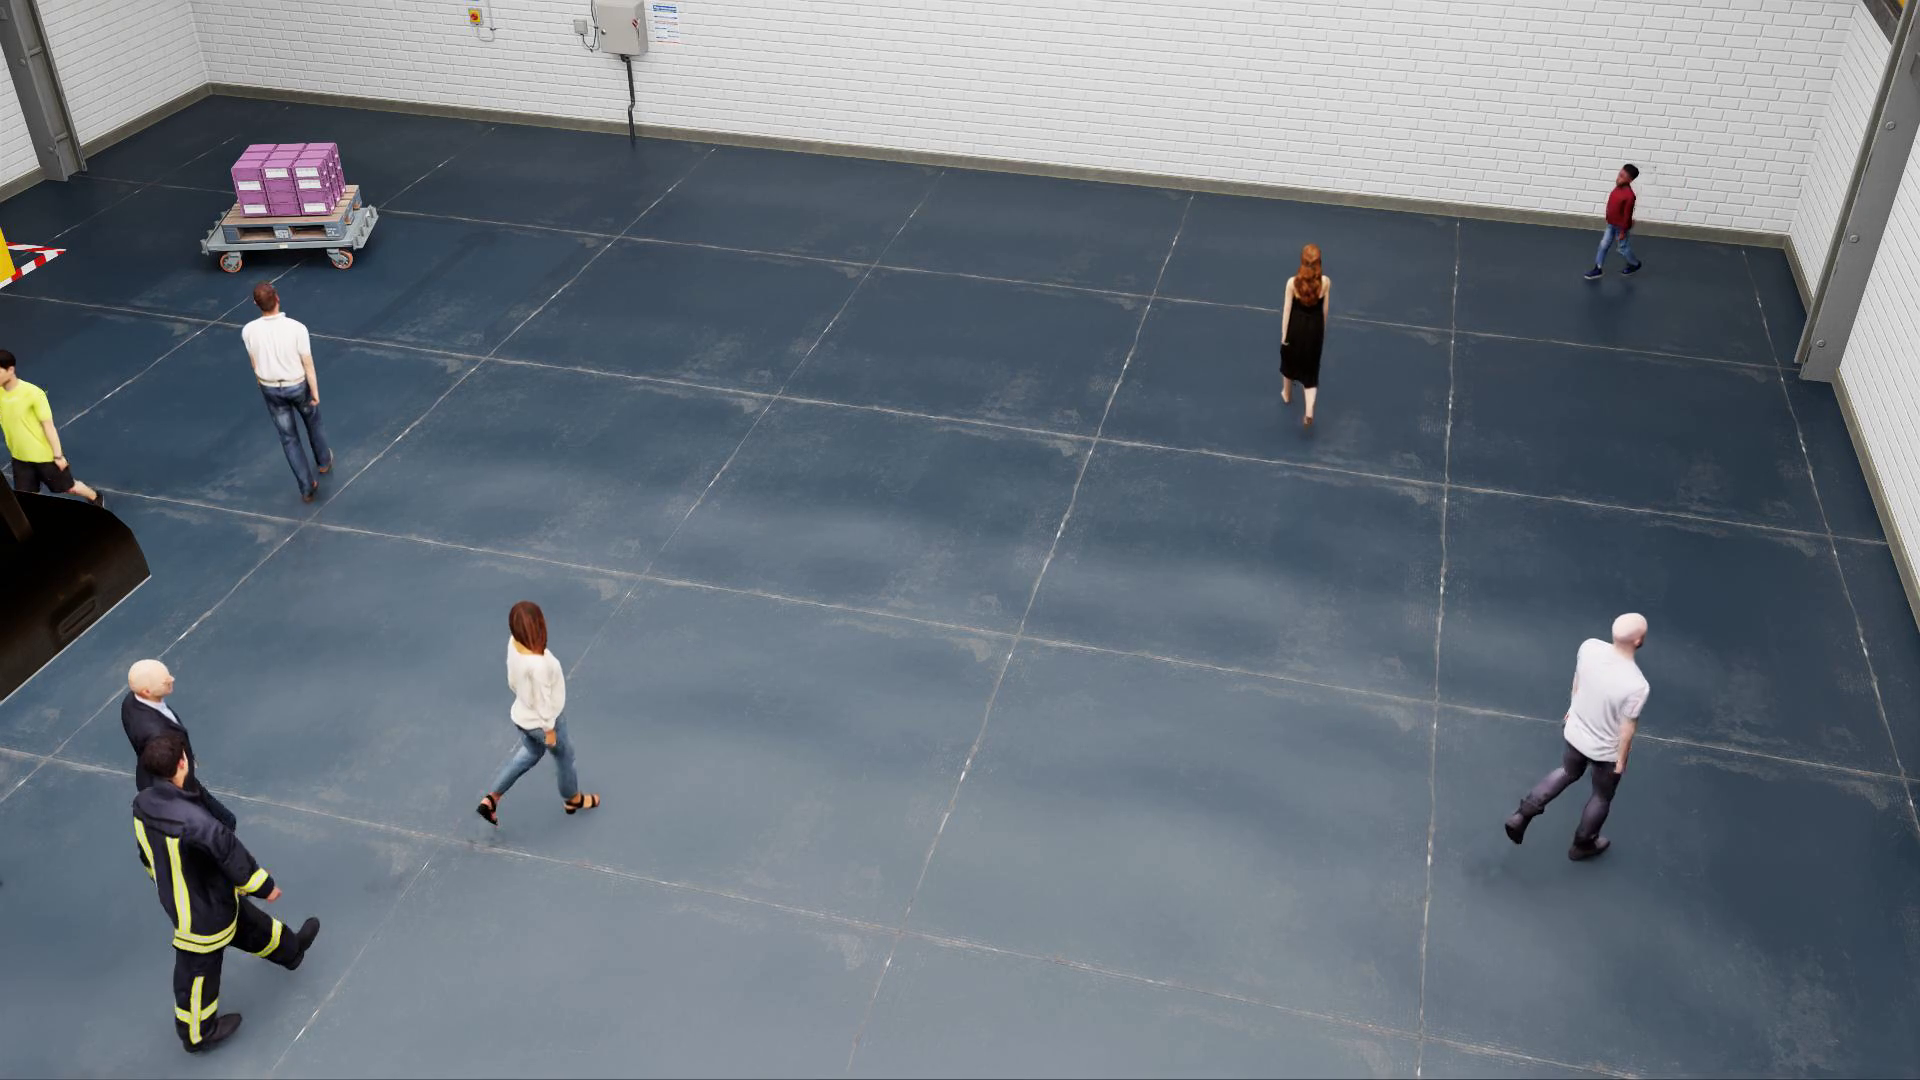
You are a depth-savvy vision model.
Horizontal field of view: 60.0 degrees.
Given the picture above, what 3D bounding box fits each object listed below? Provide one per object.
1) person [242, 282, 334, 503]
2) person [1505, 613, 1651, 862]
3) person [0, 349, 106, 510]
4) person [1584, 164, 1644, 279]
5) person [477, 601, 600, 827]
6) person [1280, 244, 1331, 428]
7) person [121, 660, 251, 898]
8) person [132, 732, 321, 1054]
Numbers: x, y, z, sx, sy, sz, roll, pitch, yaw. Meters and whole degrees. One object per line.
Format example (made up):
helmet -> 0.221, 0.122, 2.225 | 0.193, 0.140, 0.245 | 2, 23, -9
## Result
person -> -5.437, -1.147, 13.390 | 0.927, 1.826, 1.081 | -7, 34, -11
person -> 3.697, 1.207, 9.858 | 1.055, 1.815, 1.023 | -14, 36, -20
person -> -7.113, -0.732, 12.898 | 0.689, 1.680, 1.057 | 6, 34, 8
person -> 6.836, -3.262, 17.108 | 0.793, 1.233, 0.821 | -5, 34, -8
person -> -2.656, 1.109, 10.147 | 1.078, 1.659, 0.990 | -20, 39, -27
person -> 3.023, -1.773, 14.538 | 0.677, 1.599, 1.054 | 3, 34, 4
person -> -4.583, 1.454, 9.518 | 0.830, 1.782, 0.812 | -28, 43, -36
person -> -4.080, 1.924, 8.739 | 1.122, 1.862, 1.330 | 26, 42, 34
